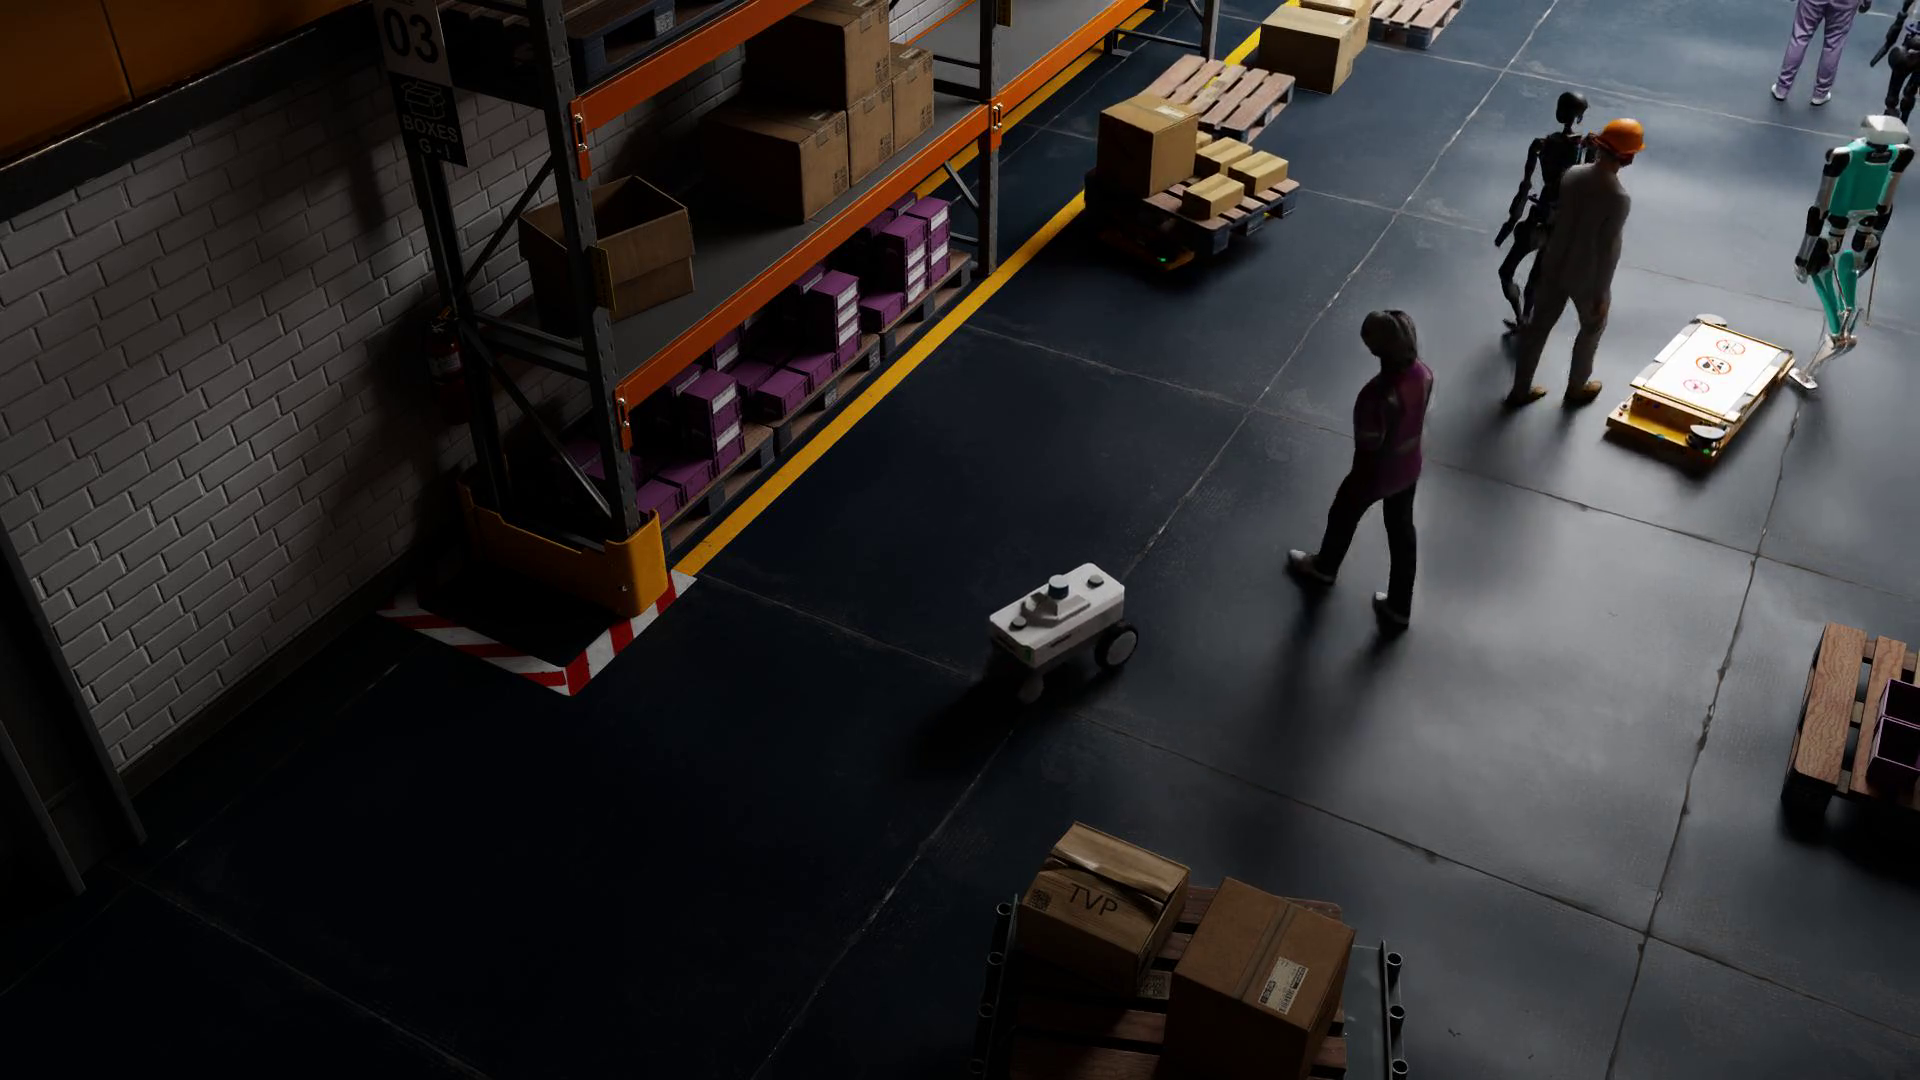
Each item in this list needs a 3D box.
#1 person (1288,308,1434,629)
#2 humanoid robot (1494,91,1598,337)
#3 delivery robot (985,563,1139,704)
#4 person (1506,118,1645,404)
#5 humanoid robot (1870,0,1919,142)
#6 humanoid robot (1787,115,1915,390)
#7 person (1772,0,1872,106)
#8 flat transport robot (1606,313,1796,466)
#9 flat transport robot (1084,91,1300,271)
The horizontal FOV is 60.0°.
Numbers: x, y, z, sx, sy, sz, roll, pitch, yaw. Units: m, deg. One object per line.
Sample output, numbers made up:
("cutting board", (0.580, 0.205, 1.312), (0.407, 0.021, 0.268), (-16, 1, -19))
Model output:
("person", (2.112, -0.411, 8.492), (0.674, 1.807, 0.869), (-25, 45, -27))
("humanoid robot", (3.779, -2.050, 10.658), (0.612, 1.644, 0.392), (-14, 41, -17))
("delivery robot", (0.503, 0.431, 8.452), (0.795, 0.596, 0.499), (-27, 46, -30))
("person", (3.770, -1.642, 9.998), (0.723, 1.859, 0.609), (-21, 43, -24))
("humanoid robot", (7.445, -3.810, 12.875), (0.607, 1.655, 0.464), (-4, 39, -5))
("humanoid robot", (5.413, -1.612, 10.083), (0.539, 1.829, 0.690), (-7, 39, -8))
("person", (7.106, -4.493, 13.527), (0.650, 1.905, 0.406), (16, 42, 20))
("flat transport robot", (4.672, -0.967, 10.428), (0.659, 0.231, 1.431), (28, 46, 30))
("flat transport robot", (1.742, -2.396, 12.214), (1.431, 0.231, 0.659), (-31, 48, -33))
